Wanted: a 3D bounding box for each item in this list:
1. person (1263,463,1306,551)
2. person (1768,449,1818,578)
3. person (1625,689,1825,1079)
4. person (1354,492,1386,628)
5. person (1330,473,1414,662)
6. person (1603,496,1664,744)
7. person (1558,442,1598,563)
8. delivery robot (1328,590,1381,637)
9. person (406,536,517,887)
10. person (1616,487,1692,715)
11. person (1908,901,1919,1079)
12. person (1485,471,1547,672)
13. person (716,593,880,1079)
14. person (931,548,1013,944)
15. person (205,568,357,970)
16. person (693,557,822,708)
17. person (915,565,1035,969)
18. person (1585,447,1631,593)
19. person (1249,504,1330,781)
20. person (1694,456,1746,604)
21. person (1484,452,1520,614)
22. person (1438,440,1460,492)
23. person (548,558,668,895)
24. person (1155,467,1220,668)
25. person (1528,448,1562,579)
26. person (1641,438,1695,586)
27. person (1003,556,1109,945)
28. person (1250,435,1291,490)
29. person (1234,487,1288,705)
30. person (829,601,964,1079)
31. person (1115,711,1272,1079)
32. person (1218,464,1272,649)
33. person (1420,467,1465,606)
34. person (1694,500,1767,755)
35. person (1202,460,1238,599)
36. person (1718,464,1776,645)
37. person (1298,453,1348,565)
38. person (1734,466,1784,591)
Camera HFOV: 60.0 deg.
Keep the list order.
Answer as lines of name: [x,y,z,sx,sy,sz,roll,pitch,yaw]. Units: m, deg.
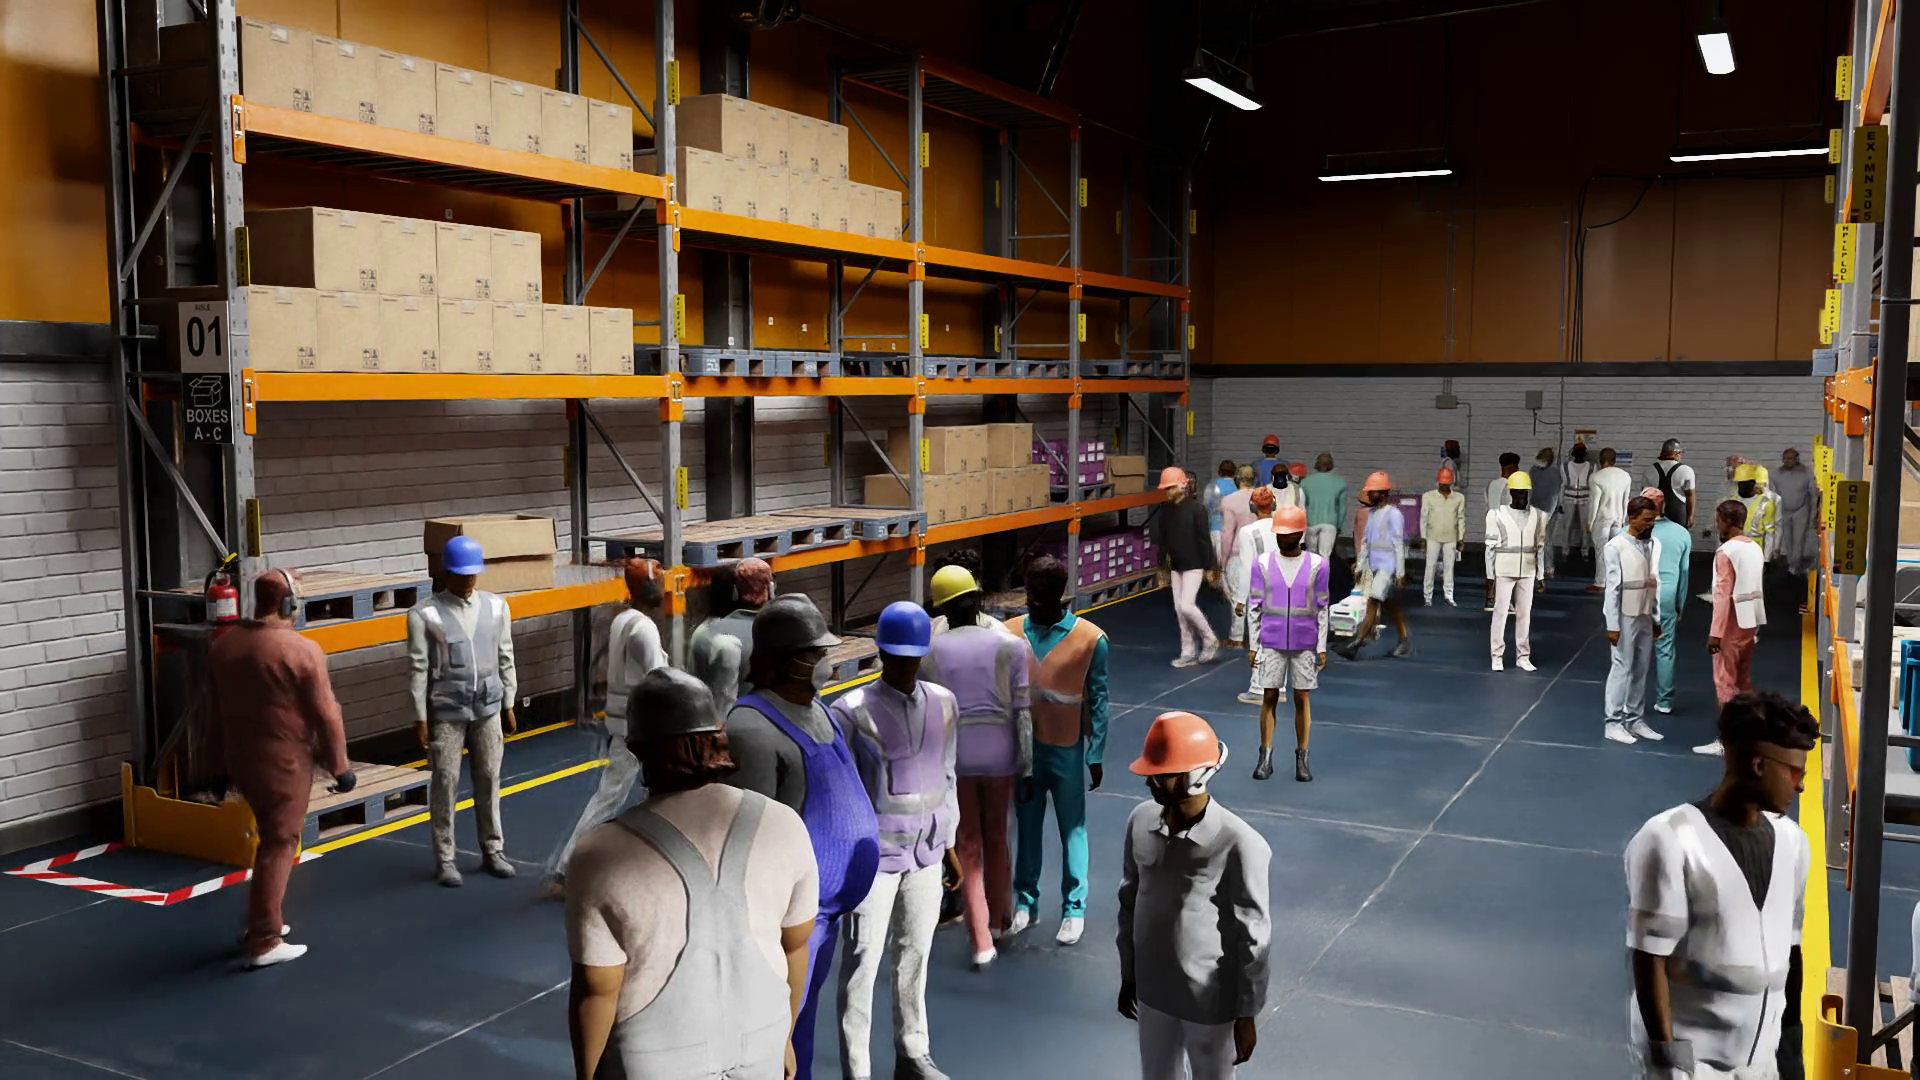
person: [3.806,0.002,19.793,0.629,1.837,0.429,0,5,4]
person: [11.931,-0.384,23.898,0.930,1.843,0.665,-5,7,-44]
person: [2.085,1.367,4.535,0.645,1.927,0.436,-2,6,-21]
person: [4.640,0.184,18.863,0.269,1.632,0.509,-1,5,-13]
person: [4.148,0.271,16.596,1.005,1.878,0.574,-1,5,-14]
person: [5.189,0.608,12.854,0.599,1.909,0.402,-3,6,-33]
person: [9.575,-0.576,25.781,0.574,1.876,0.355,2,6,20]
delivery robot: [4.213,0.775,17.744,0.477,0.478,0.707,4,6,36]
person: [-2.745,0.937,9.193,0.616,1.933,0.420,-4,7,-40]
person: [5.728,0.514,13.858,0.643,1.909,0.410,0,5,-4]
person: [2.835,1.487,4.496,0.535,1.700,0.318,1,5,13]
person: [5.345,0.304,15.993,0.588,1.930,0.363,0,5,-2]
person: [-0.544,1.197,5.794,0.537,2.000,0.682,1,5,12]
person: [0.029,1.014,8.277,0.382,1.948,0.605,-5,7,-44]
person: [-3.235,1.076,7.943,0.651,1.886,0.569,3,6,28]
person: [-1.009,1.035,8.256,0.639,1.908,0.409,-2,6,-18]
person: [0.041,1.067,8.038,0.615,1.875,0.753,0,5,-1]
person: [8.547,-0.258,21.991,0.632,1.940,0.372,-2,6,-20]
person: [2.280,0.714,11.555,0.551,1.933,0.365,1,5,13]
person: [9.609,-0.117,20.861,0.941,1.868,0.648,0,5,-3]
person: [6.575,-0.089,20.080,0.373,1.957,0.606,-2,6,-17]
person: [7.850,-0.669,26.717,0.356,1.881,0.575,1,5,9]
person: [-1.756,1.013,8.969,1.017,1.835,0.580,-2,6,-18]
person: [2.173,0.269,16.156,0.530,1.965,0.627,-4,6,-34]
person: [8.135,-0.361,23.391,0.802,1.882,0.708,-3,6,-26]
person: [9.703,-0.378,22.745,0.688,2.000,0.536,4,7,37]
person: [0.452,1.028,8.270,0.592,1.916,0.375,3,6,27]
person: [4.488,-0.504,24.090,0.612,2.043,0.374,1,5,7]
person: [2.626,0.479,14.354,0.573,1.885,0.357,-3,6,-29]
person: [-0.238,1.193,6.356,0.606,1.944,0.403,-4,7,-38]
person: [0.695,1.396,5.195,0.337,1.747,0.573,-5,7,-41]
person: [2.968,0.172,17.362,0.637,1.938,0.357,-3,6,-28]
person: [6.005,-0.040,20.687,0.560,1.741,0.342,0,5,5]
person: [5.779,0.654,12.383,0.599,1.908,0.394,-5,7,-43]
person: [3.430,-0.140,21.582,0.614,1.791,0.990,-1,5,-10]
person: [8.326,0.150,17.666,0.372,1.924,0.594,-4,7,-36]
person: [4.659,-0.174,21.400,0.629,1.874,1.057,2,6,20]
person: [9.313,0.037,19.495,0.616,1.803,0.602,3,6,28]
